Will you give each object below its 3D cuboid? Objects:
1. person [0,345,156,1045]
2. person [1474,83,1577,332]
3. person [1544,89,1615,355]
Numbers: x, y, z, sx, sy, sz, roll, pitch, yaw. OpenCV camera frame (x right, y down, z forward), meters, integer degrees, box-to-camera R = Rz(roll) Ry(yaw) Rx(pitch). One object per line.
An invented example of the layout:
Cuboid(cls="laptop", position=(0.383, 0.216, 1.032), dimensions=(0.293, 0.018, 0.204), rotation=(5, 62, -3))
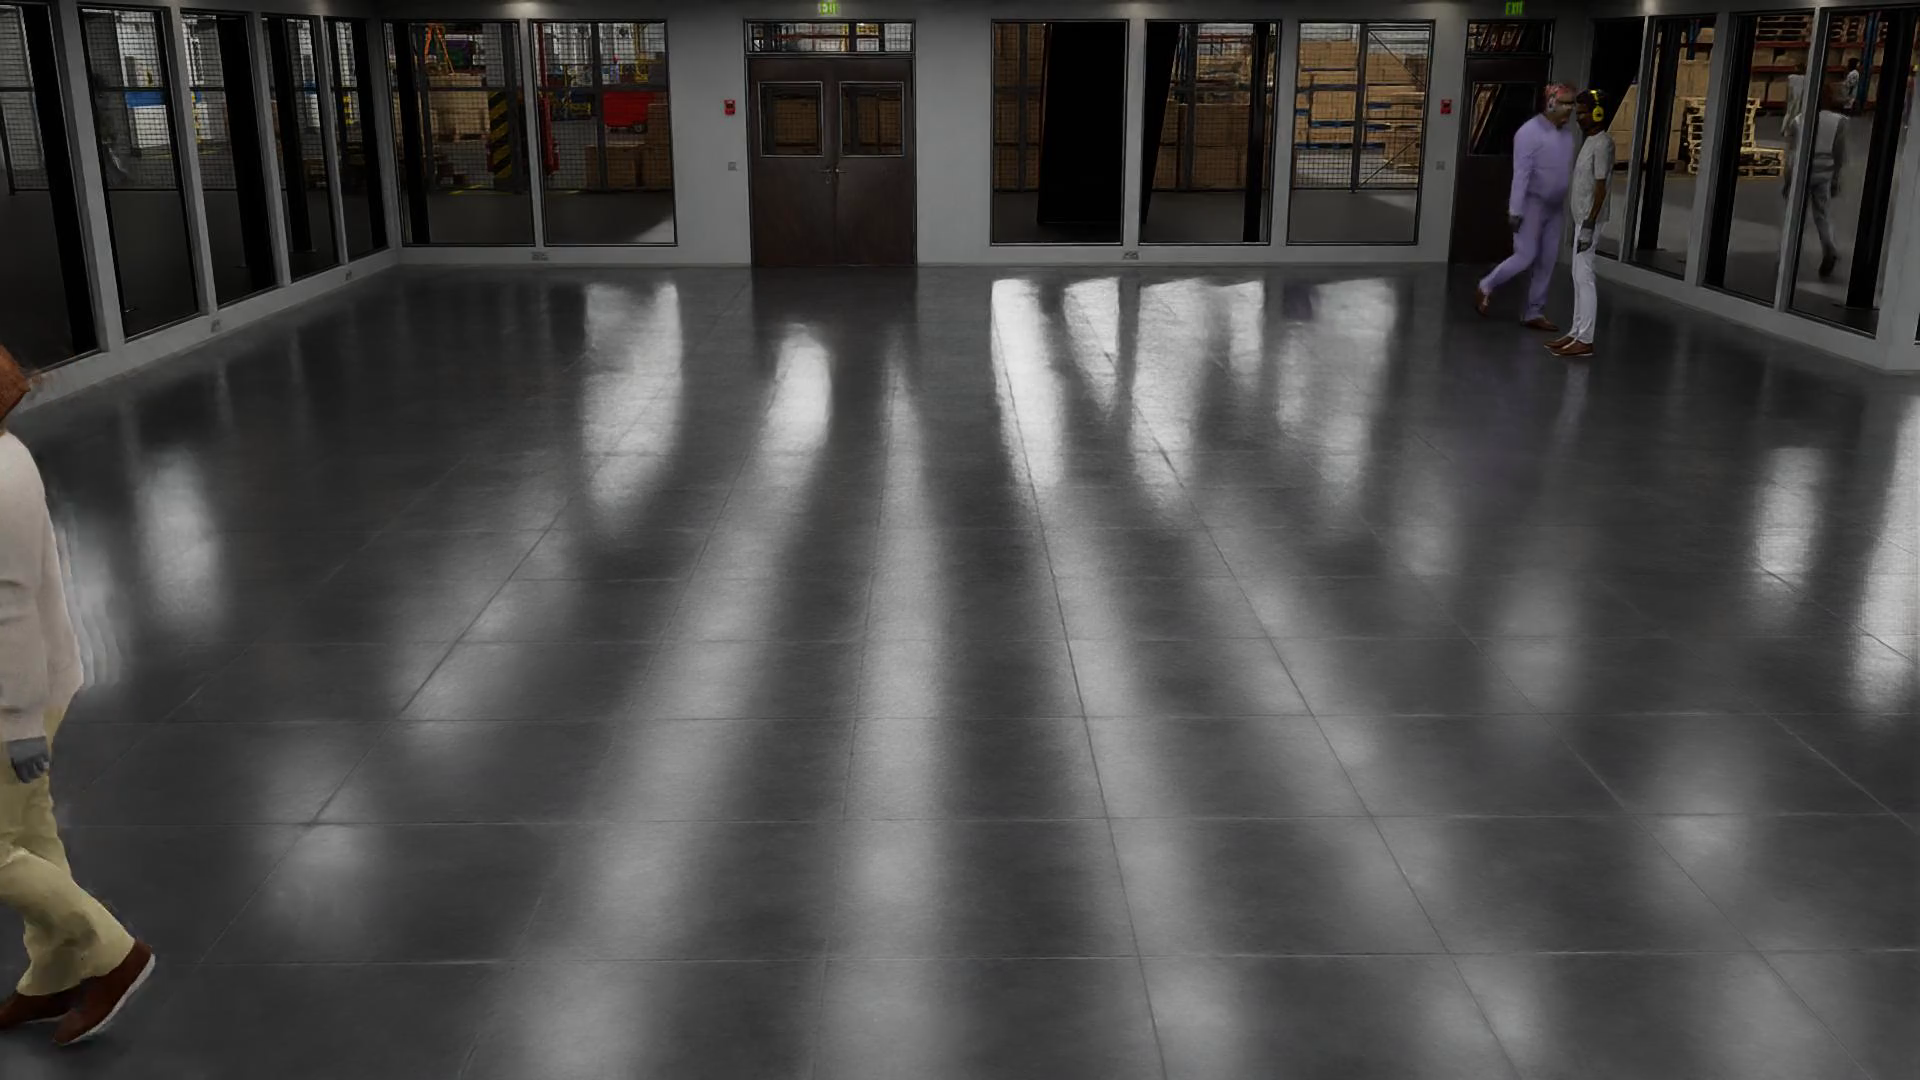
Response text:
Cuboid(cls="person", position=(-2.012, 0.326, 3.484), dimensions=(0.320, 1.626, 0.534), rotation=(-11, 19, -32))
Cuboid(cls="person", position=(4.449, -2.588, 12.951), dimensions=(0.670, 1.880, 0.647), rotation=(-11, 20, -33))
Cuboid(cls="person", position=(4.433, -2.244, 11.824), dimensions=(0.329, 1.865, 0.507), rotation=(3, 17, 12))
